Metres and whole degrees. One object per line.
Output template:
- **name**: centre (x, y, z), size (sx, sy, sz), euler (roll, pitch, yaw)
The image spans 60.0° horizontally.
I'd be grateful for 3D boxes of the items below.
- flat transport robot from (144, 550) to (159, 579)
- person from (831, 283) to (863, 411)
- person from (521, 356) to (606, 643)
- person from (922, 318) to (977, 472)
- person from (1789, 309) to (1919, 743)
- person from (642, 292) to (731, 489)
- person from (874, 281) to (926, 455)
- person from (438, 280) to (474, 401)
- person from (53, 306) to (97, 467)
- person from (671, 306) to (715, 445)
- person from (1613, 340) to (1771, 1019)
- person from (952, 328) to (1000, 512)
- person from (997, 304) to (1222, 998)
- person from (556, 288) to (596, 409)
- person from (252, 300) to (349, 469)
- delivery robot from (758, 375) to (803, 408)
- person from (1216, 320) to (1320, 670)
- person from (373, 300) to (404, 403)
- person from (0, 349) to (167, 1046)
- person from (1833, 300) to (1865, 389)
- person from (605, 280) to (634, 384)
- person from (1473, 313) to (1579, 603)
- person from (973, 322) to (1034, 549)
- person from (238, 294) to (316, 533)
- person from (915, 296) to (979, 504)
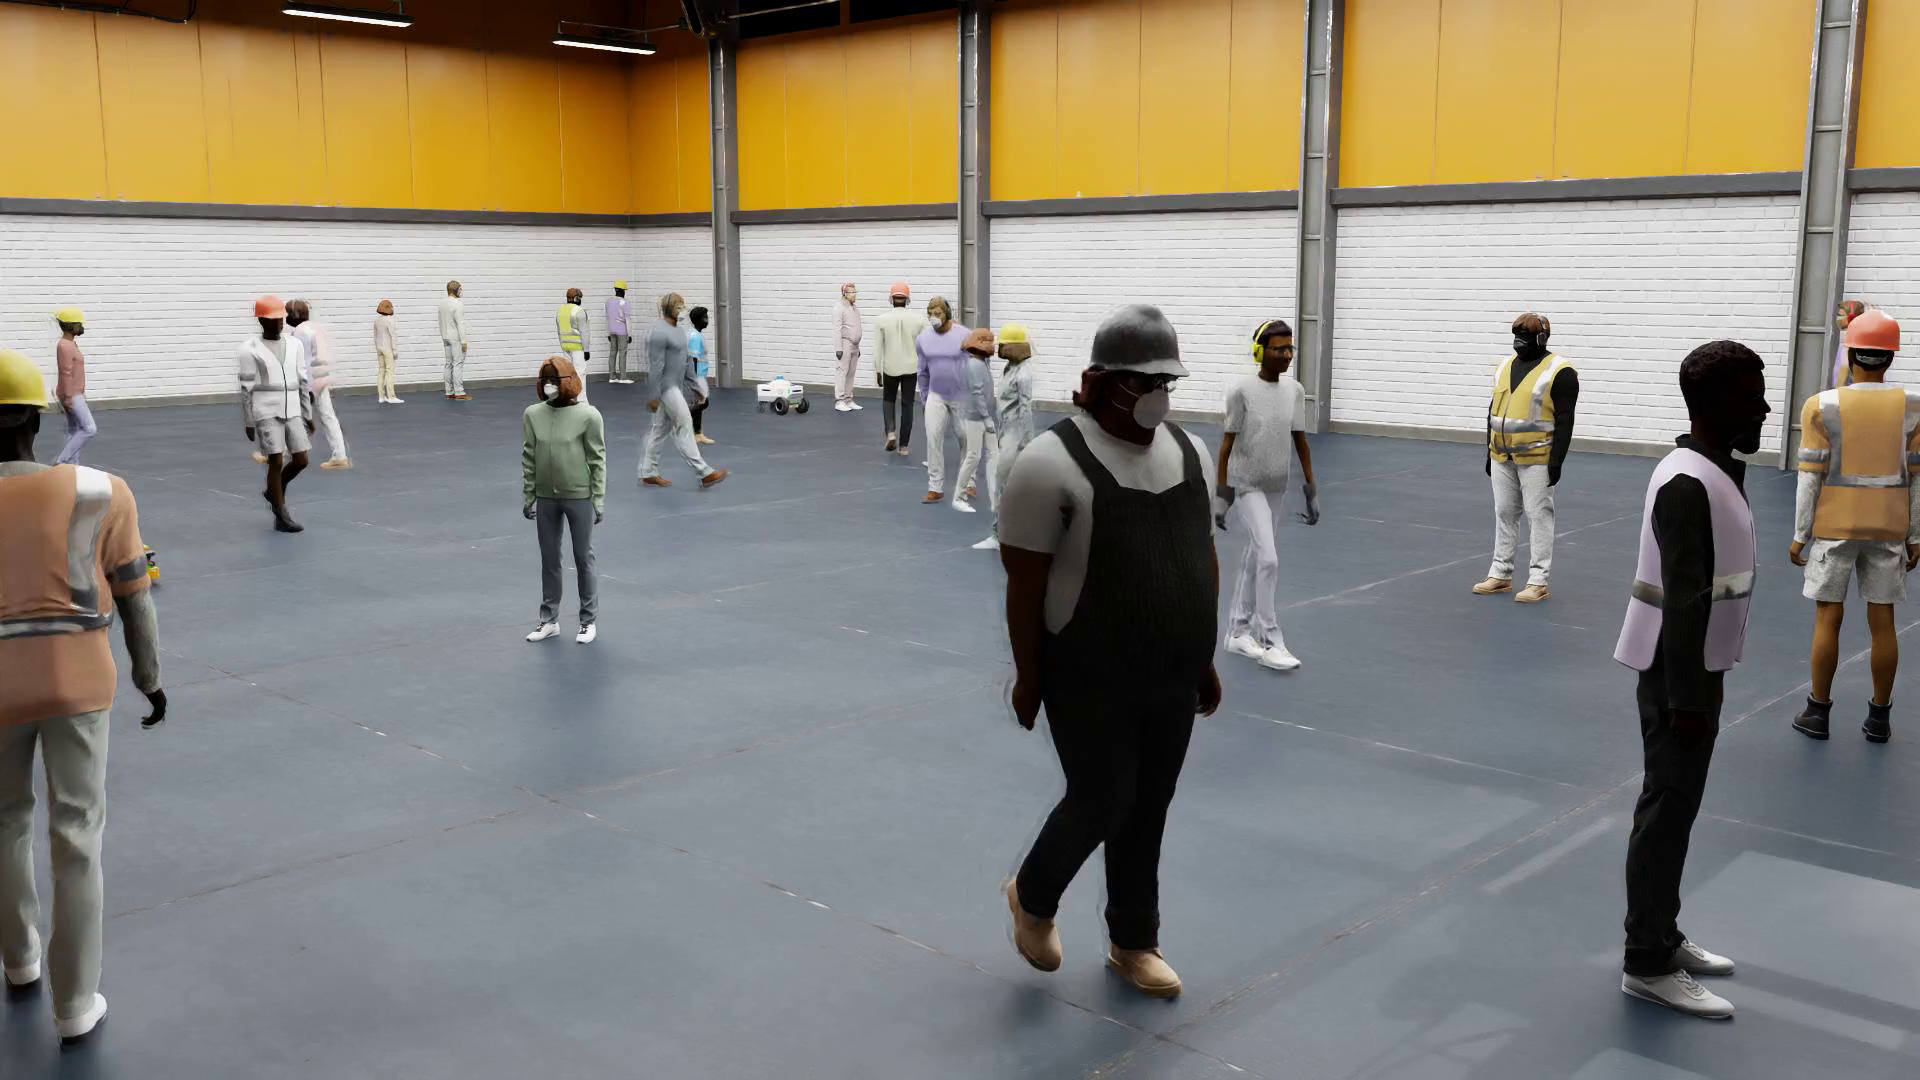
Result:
- **flat transport robot**: centre (-6.072, 0.112, 11.539), size (0.652, 0.197, 1.431), euler (-7, 12, -36)
- **person**: centre (-1.664, -2.888, 24.929), size (0.402, 1.906, 0.652), euler (4, 10, 24)
- **person**: centre (-2.249, -0.226, 9.439), size (0.500, 1.634, 0.286), euler (2, 10, 14)
- **person**: centre (-0.095, -1.502, 17.350), size (0.507, 1.608, 0.811), euler (-6, 11, -34)
- **person**: centre (4.022, -0.056, 7.463), size (0.543, 1.940, 0.361), euler (3, 10, 16)
- **person**: centre (-2.671, -1.427, 16.025), size (0.991, 1.893, 0.636), euler (1, 9, 7)
- **person**: centre (-0.669, -1.955, 18.988), size (0.621, 1.978, 0.430), euler (0, 9, -2)
- **person**: centre (-8.124, -3.199, 26.741), size (0.637, 1.937, 0.356), euler (8, 12, 42)
- **person**: centre (-8.722, -1.418, 16.407), size (0.362, 1.755, 0.529), euler (-5, 10, -27)
- **person**: centre (-3.207, -1.964, 19.948), size (0.431, 1.683, 0.543), euler (-2, 9, -9)
- **person**: centre (2.113, 0.384, 4.831), size (0.392, 1.920, 0.587), euler (5, 10, 27)
- **person**: centre (0.191, -1.028, 14.453), size (0.563, 1.609, 0.535), euler (3, 10, 19)
- **person**: centre (0.488, 0.329, 4.796), size (0.689, 2.000, 0.552), euler (-6, 11, -34)
- **person**: centre (-5.740, -2.843, 24.866), size (0.625, 1.841, 0.429), euler (7, 12, 38)
- **person**: centre (-6.960, -1.624, 17.533), size (0.983, 1.786, 0.628), euler (0, 9, 1)
- **delivery robot**: centre (-2.635, -2.168, 24.365), size (0.707, 0.478, 0.477), euler (8, 12, 39)
- **person**: centre (1.694, -0.234, 8.837), size (0.563, 1.841, 0.796), euler (-6, 11, -31)
- **person**: centre (-9.077, -2.981, 26.336), size (0.501, 1.632, 0.280), euler (7, 11, 36)
- **person**: centre (-2.606, 0.415, 4.727), size (0.614, 1.895, 0.834), euler (-4, 10, -22)
- **person**: centre (8.209, -1.296, 15.399), size (0.498, 1.828, 0.562), euler (6, 11, 32)
- **person**: centre (-6.294, -3.846, 30.774), size (0.585, 1.919, 0.388), euler (5, 11, 29)
- **person**: centre (3.612, -0.527, 10.656), size (0.429, 1.843, 0.624), euler (-6, 11, -32)
- **person**: centre (0.467, -0.791, 12.628), size (0.715, 1.722, 0.491), euler (-2, 9, -11)
- **person**: centre (-5.544, -1.024, 13.453), size (0.553, 1.922, 0.566), euler (7, 12, 38)
- **person**: centre (-0.085, -1.276, 15.193), size (0.636, 1.883, 0.721), euler (3, 10, 20)
